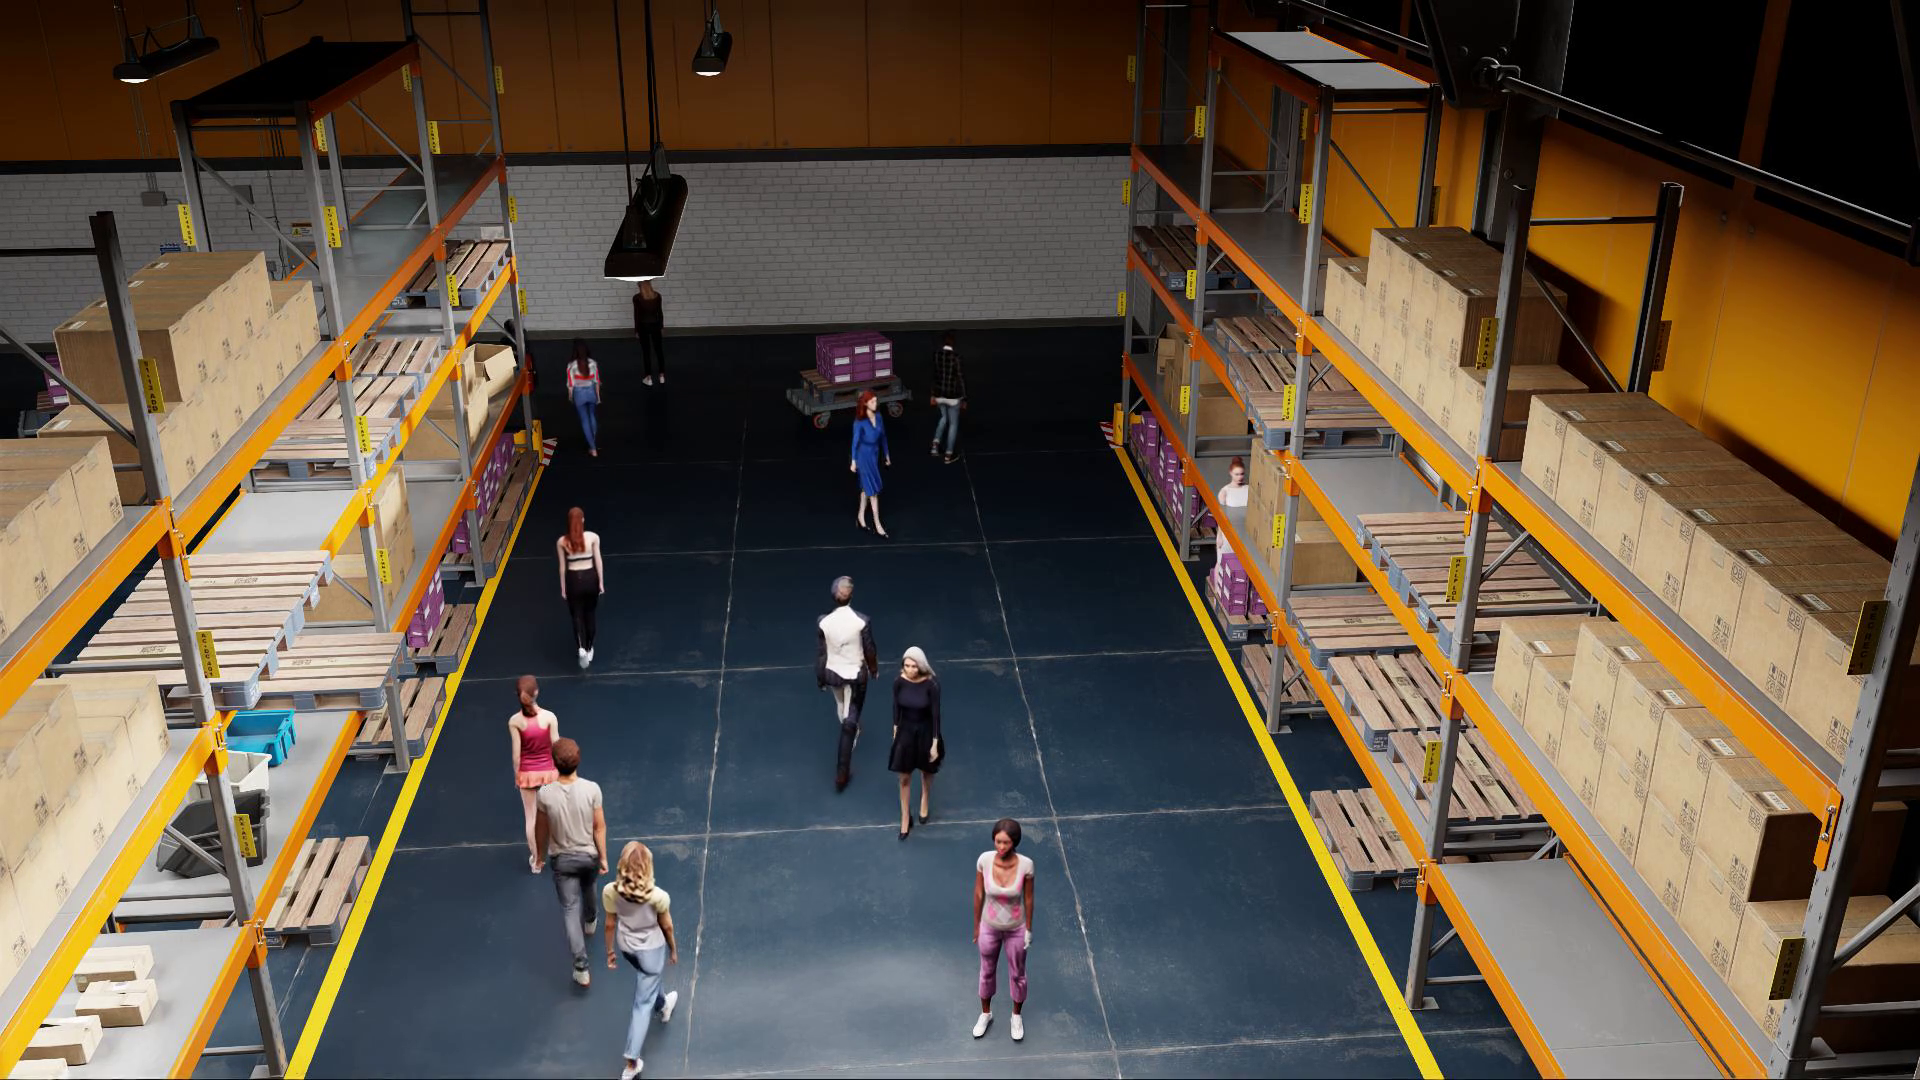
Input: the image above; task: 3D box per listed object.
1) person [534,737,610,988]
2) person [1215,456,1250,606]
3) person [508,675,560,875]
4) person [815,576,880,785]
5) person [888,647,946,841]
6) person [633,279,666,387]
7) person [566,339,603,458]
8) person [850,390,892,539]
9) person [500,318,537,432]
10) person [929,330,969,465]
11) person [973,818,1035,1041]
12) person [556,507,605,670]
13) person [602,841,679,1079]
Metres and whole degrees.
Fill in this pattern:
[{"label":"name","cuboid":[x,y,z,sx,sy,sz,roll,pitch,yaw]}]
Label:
[{"label":"person","cuboid":[-2.835,2.391,12.228,0.868,1.853,1.280,-7,25,-16]},{"label":"person","cuboid":[2.935,-0.056,17.902,0.596,1.791,0.556,-6,24,-14]},{"label":"person","cuboid":[-3.419,1.893,13.496,0.594,1.750,0.554,-6,24,-13]},{"label":"person","cuboid":[-1.024,1.274,14.788,0.950,1.849,1.303,5,24,12]},{"label":"person","cuboid":[-0.331,1.643,14.095,0.710,1.728,0.853,3,24,7]},{"label":"person","cuboid":[-4.703,-3.196,25.197,0.667,1.702,0.634,-12,26,-26]},{"label":"person","cuboid":[-5.011,-1.890,22.347,0.804,1.591,0.931,-14,27,-29]},{"label":"person","cuboid":[-1.159,-0.943,19.911,0.979,1.807,0.914,20,30,37]},{"label":"person","cuboid":[-6.062,-2.261,23.108,0.898,1.663,0.843,9,25,20]},{"label":"person","cuboid":[-0.210,-1.868,22.028,0.842,1.806,0.897,15,28,30]},{"label":"person","cuboid":[0.305,2.711,11.635,0.610,1.741,0.582,3,24,7]},{"label":"person","cuboid":[-3.788,0.509,16.689,0.655,1.727,0.975,-5,24,-11]},{"label":"person","cuboid":[-2.186,2.879,11.333,0.872,1.675,1.253,4,24,10]}]
